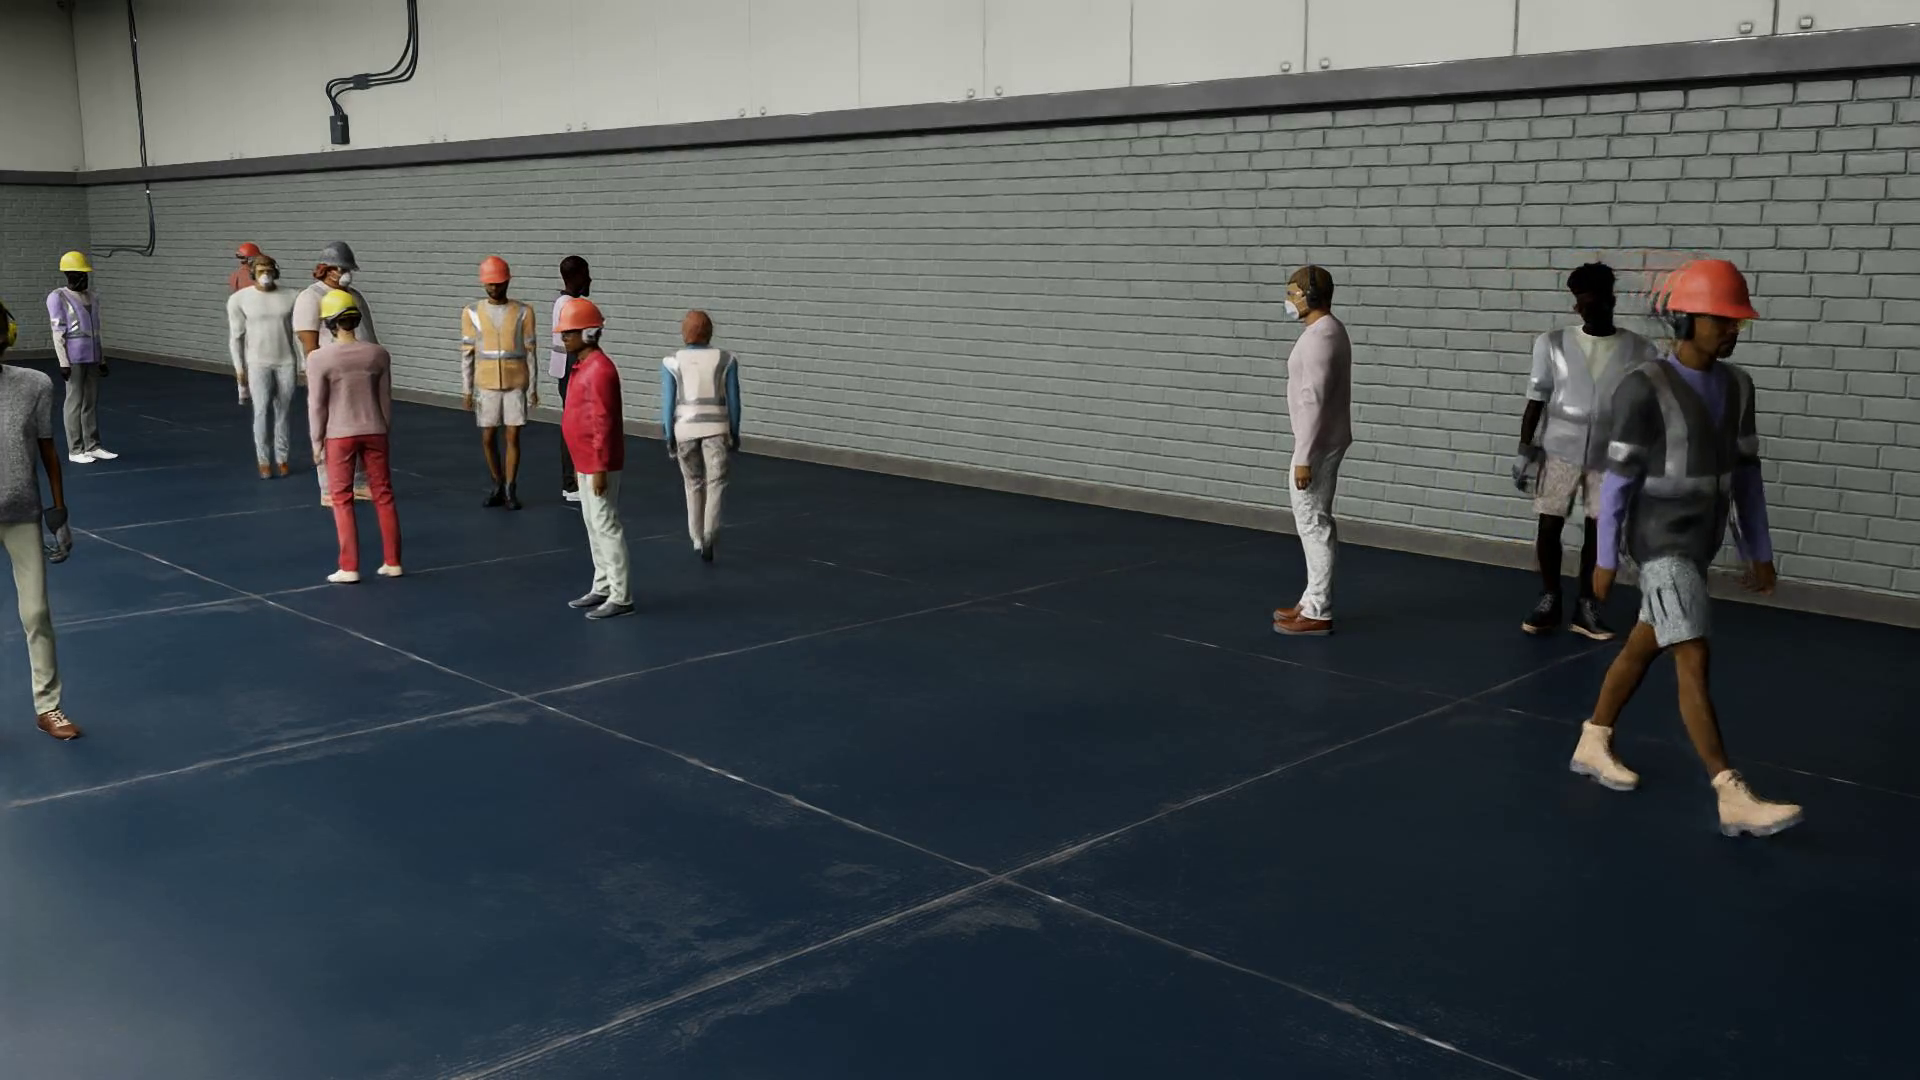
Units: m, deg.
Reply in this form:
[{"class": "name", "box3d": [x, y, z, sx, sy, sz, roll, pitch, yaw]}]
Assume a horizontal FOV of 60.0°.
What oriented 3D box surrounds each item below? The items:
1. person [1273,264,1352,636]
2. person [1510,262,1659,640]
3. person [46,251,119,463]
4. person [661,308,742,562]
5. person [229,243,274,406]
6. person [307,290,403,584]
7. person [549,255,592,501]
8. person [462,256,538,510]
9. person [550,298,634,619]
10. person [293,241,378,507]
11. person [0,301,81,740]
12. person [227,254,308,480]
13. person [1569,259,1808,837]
[{"class": "person", "box3d": [1.841, -0.462, 8.674, 0.387, 1.931, 0.638, 3, 11, 16]}, {"class": "person", "box3d": [3.191, -0.441, 8.507, 0.709, 1.942, 0.422, 3, 11, 16]}, {"class": "person", "box3d": [-8.068, -1.675, 15.289, 0.370, 1.927, 0.588, 2, 11, 8]}, {"class": "person", "box3d": [-1.663, -0.673, 10.677, 0.507, 1.610, 0.749, 0, 10, -1]}, {"class": "person", "box3d": [-8.684, -2.641, 20.401, 0.619, 1.985, 0.406, 8, 13, 35]}, {"class": "person", "box3d": [-3.655, -0.617, 9.999, 0.520, 1.758, 0.345, -10, 14, -43]}, {"class": "person", "box3d": [-3.033, -1.267, 13.088, 0.388, 1.919, 0.594, -3, 11, -17]}, {"class": "person", "box3d": [-3.489, -1.187, 12.647, 0.552, 1.921, 0.472, -2, 11, -12]}, {"class": "person", "box3d": [-2.025, -0.445, 9.093, 0.360, 1.742, 0.559, -5, 12, -26]}, {"class": "person", "box3d": [-4.737, -1.284, 12.843, 0.538, 2.000, 0.683, 4, 11, 20]}, {"class": "person", "box3d": [-3.878, -0.067, 6.723, 0.506, 1.861, 0.328, -9, 14, -40]}, {"class": "person", "box3d": [-5.843, -1.467, 14.202, 0.637, 1.915, 0.798, -7, 12, -32]}, {"class": "person", "box3d": [2.616, 0.011, 5.919, 0.633, 1.985, 1.048, -6, 12, -28]}]
